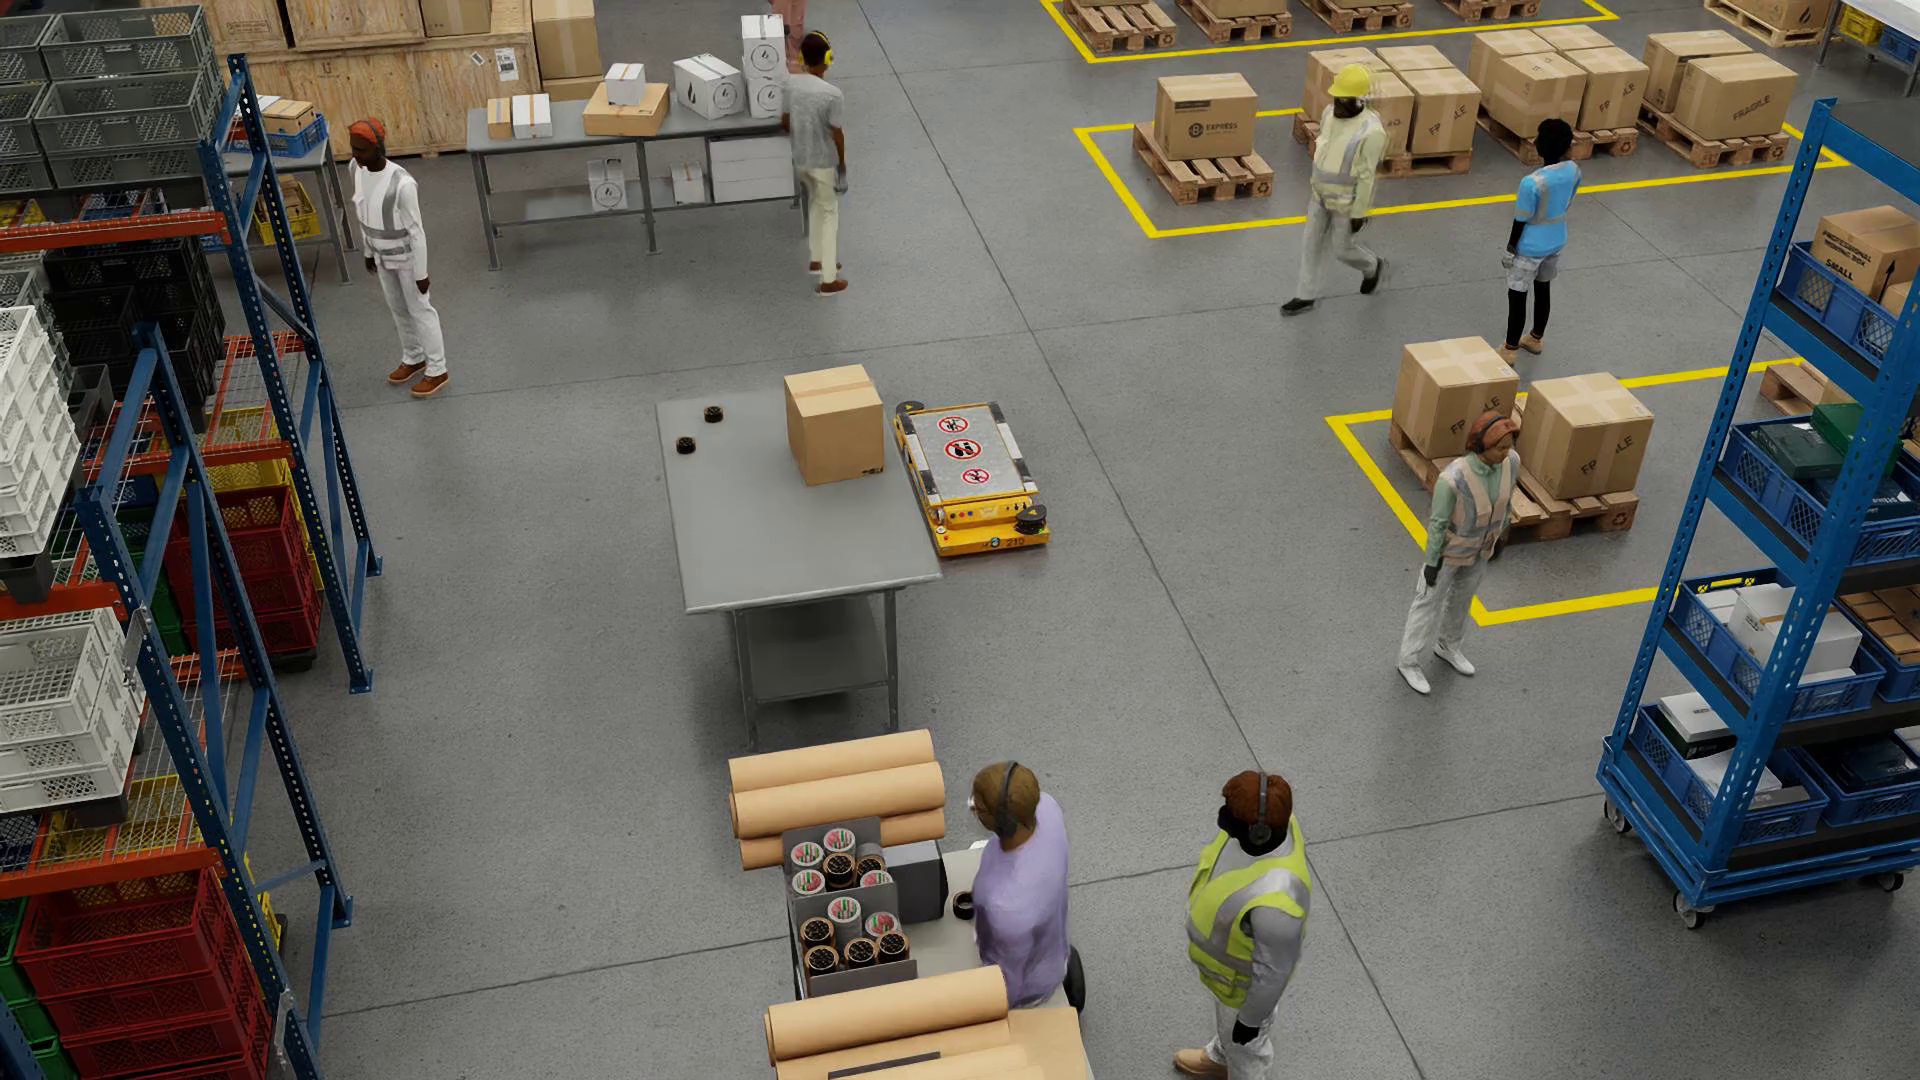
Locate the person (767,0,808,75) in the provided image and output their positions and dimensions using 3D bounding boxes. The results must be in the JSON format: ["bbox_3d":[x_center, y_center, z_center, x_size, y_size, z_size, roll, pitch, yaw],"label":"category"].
[{"bbox_3d":[-1.514,-4.607,14.373,0.399,1.900,0.645,1,37,1],"label":"person"}]

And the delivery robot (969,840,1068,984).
[{"bbox_3d":[0.233,1.591,7.081,0.477,0.478,0.707,-5,37,-6],"label":"delivery robot"}]

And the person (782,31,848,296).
[{"bbox_3d":[-1.030,-2.676,11.843,0.541,1.831,0.560,21,41,25],"label":"person"}]

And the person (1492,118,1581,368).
[{"bbox_3d":[3.799,-1.957,10.981,0.534,1.693,0.321,-24,43,-28],"label":"person"}]

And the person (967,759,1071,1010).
[{"bbox_3d":[0.207,1.544,6.080,0.384,1.931,0.640,8,37,11],"label":"person"}]

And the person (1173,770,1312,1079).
[{"bbox_3d":[1.031,1.544,6.148,0.429,1.843,0.627,1,37,1],"label":"person"}]

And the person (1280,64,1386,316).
[{"bbox_3d":[2.665,-2.416,11.495,0.725,1.807,0.603,-18,40,-22],"label":"person"}]

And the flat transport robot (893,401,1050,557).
[{"bbox_3d":[0.046,-0.430,10.108,0.652,0.197,1.431,-8,37,-10],"label":"flat transport robot"}]

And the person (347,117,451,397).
[{"bbox_3d":[-3.591,-1.802,10.622,0.576,1.878,0.350,24,43,29],"label":"person"}]

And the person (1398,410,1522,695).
[{"bbox_3d":[2.511,0.053,8.329,0.520,1.632,0.314,-19,41,-23],"label":"person"}]
